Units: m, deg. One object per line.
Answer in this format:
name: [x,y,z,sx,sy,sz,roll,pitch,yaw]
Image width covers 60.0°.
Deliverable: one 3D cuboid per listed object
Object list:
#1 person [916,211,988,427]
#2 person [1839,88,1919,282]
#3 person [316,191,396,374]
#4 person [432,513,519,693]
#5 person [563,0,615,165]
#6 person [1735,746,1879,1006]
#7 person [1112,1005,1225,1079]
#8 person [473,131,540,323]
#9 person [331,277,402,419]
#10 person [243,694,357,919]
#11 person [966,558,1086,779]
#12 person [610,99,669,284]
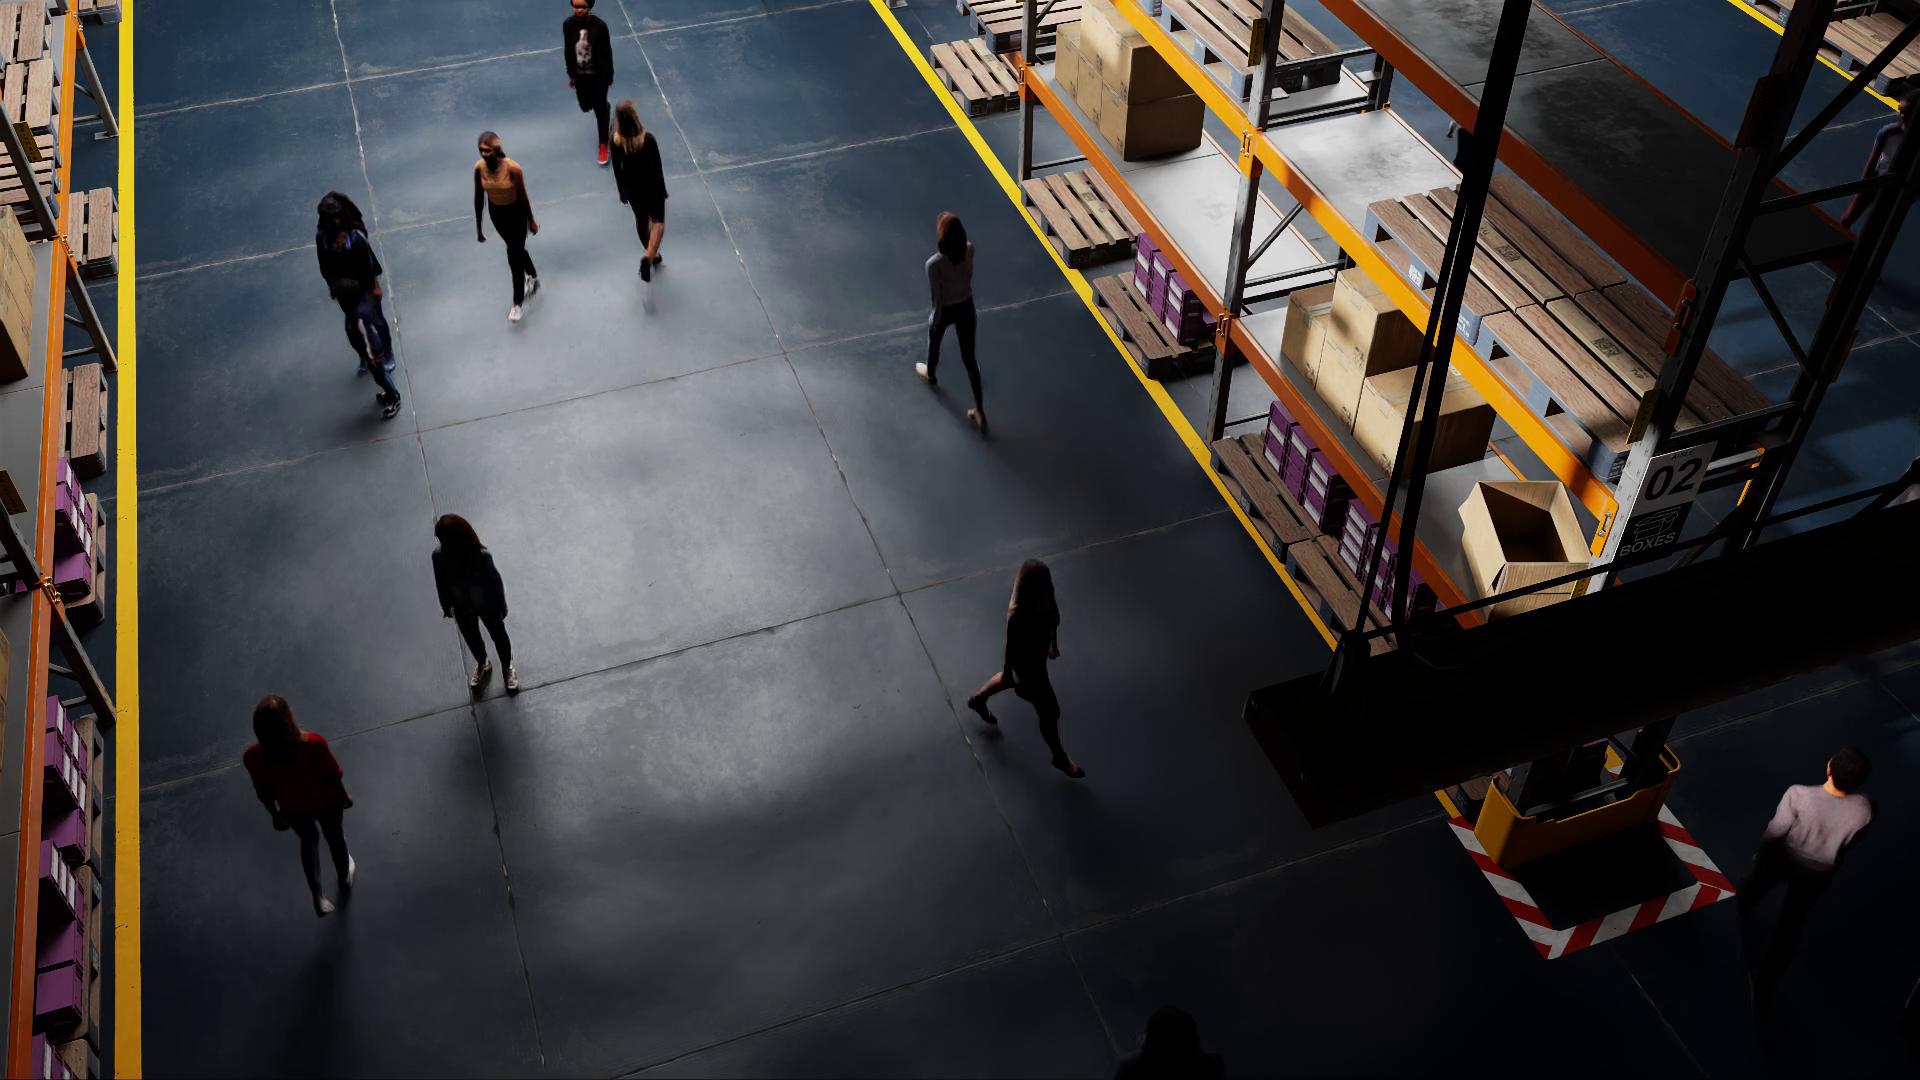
person: [0.006,-1.672,12.710,0.718,1.748,1.231,-21,47,-21]
person: [7.926,-3.002,14.132,0.886,1.712,0.907,-2,44,-2]
person: [-4.784,-2.028,13.176,0.688,1.620,0.660,-1,44,-1]
person: [-3.117,0.401,10.730,0.634,1.476,0.601,-5,44,-5]
person: [-3.467,-4.424,15.666,0.846,1.655,1.038,3,44,3]
person: [4.584,1.834,9.042,1.191,1.731,1.098,-9,44,-9]
person: [0.997,2.821,8.124,0.748,1.568,0.992,-8,44,-9]
person: [-3.746,-2.725,13.923,0.933,1.598,1.098,8,44,8]
person: [-4.584,-1.511,12.929,0.612,1.212,0.409,-22,48,-22]
person: [-3.673,1.542,9.377,0.688,1.691,0.855,-8,44,-8]
person: [0.353,0.705,10.275,1.205,1.664,1.031,26,49,24]
person: [-2.700,-2.906,14.069,0.799,1.659,0.966,4,44,4]
